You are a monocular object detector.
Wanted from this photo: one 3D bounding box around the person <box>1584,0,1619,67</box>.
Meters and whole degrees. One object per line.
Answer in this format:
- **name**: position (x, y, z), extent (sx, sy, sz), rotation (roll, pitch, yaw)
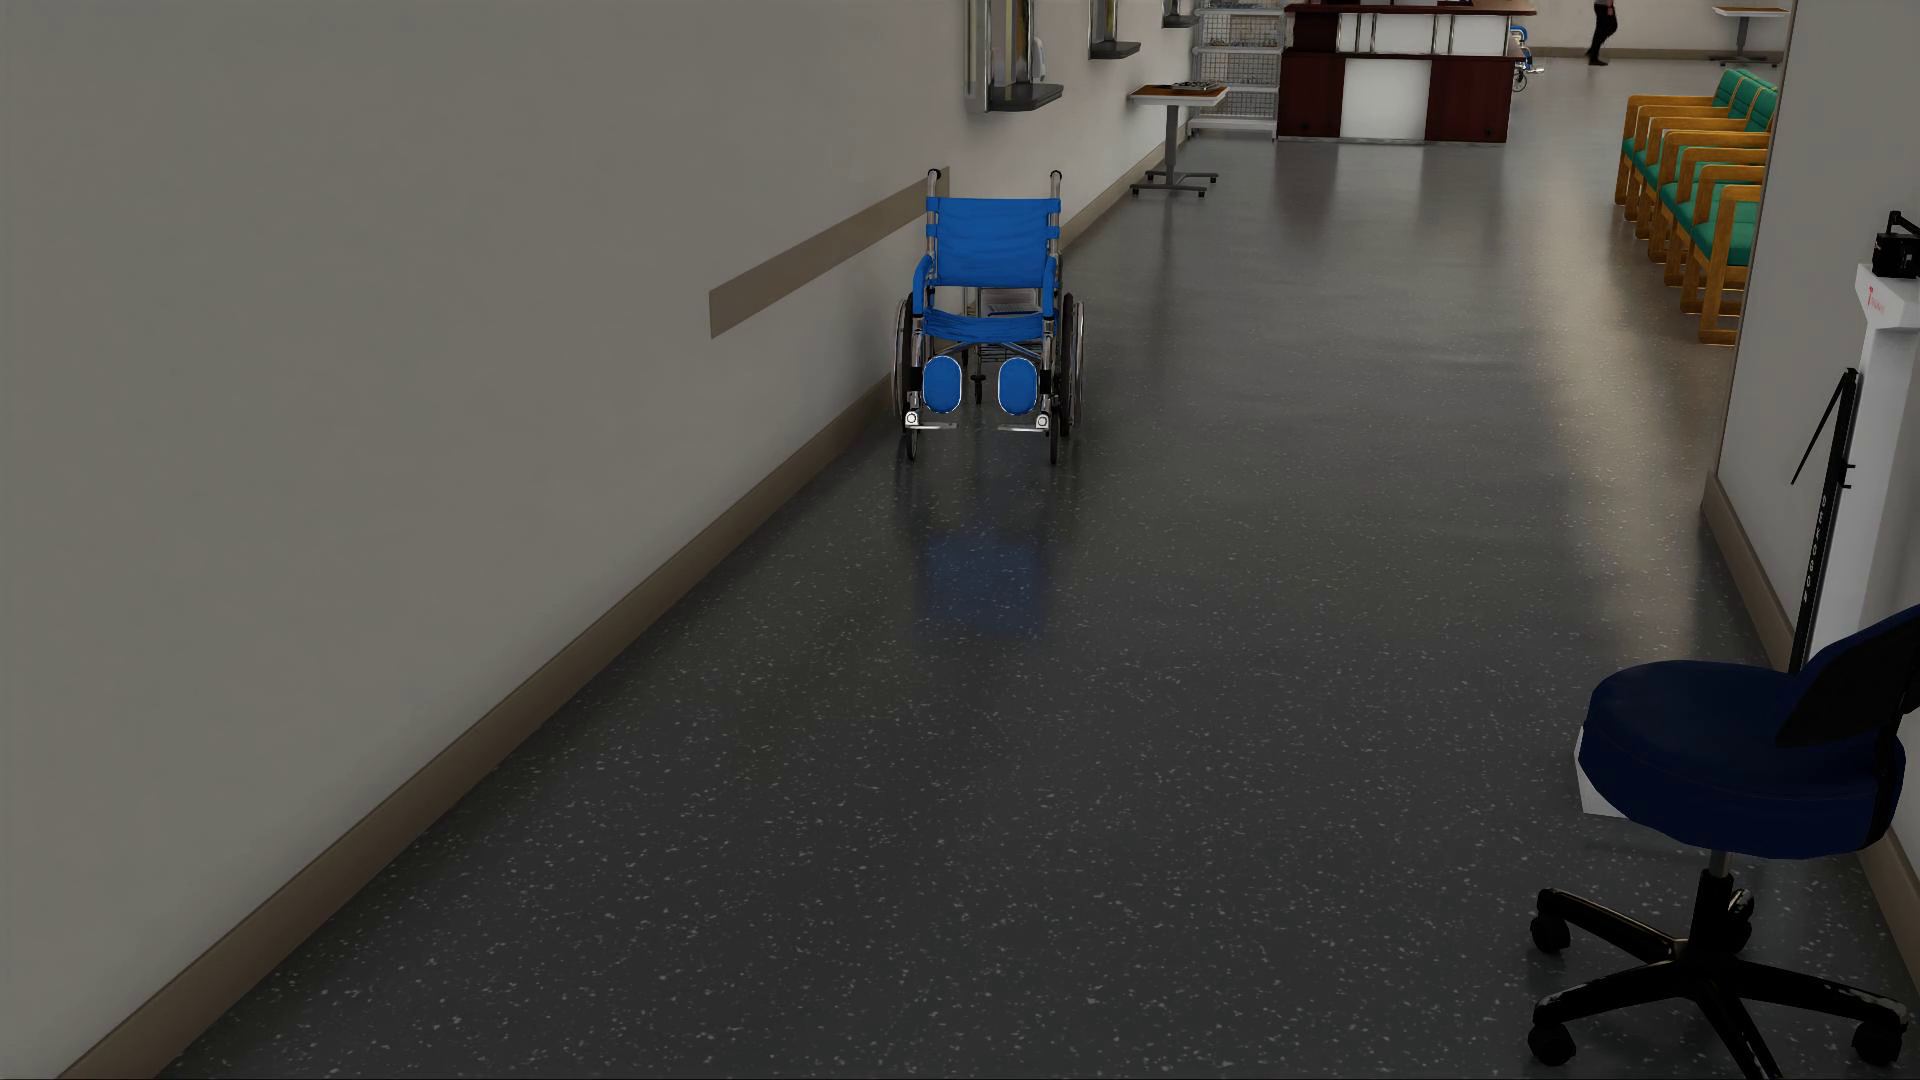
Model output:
- **person**: position (9.644, -8.055, 25.103), extent (0.665, 1.741, 0.646), rotation (7, 22, 18)
